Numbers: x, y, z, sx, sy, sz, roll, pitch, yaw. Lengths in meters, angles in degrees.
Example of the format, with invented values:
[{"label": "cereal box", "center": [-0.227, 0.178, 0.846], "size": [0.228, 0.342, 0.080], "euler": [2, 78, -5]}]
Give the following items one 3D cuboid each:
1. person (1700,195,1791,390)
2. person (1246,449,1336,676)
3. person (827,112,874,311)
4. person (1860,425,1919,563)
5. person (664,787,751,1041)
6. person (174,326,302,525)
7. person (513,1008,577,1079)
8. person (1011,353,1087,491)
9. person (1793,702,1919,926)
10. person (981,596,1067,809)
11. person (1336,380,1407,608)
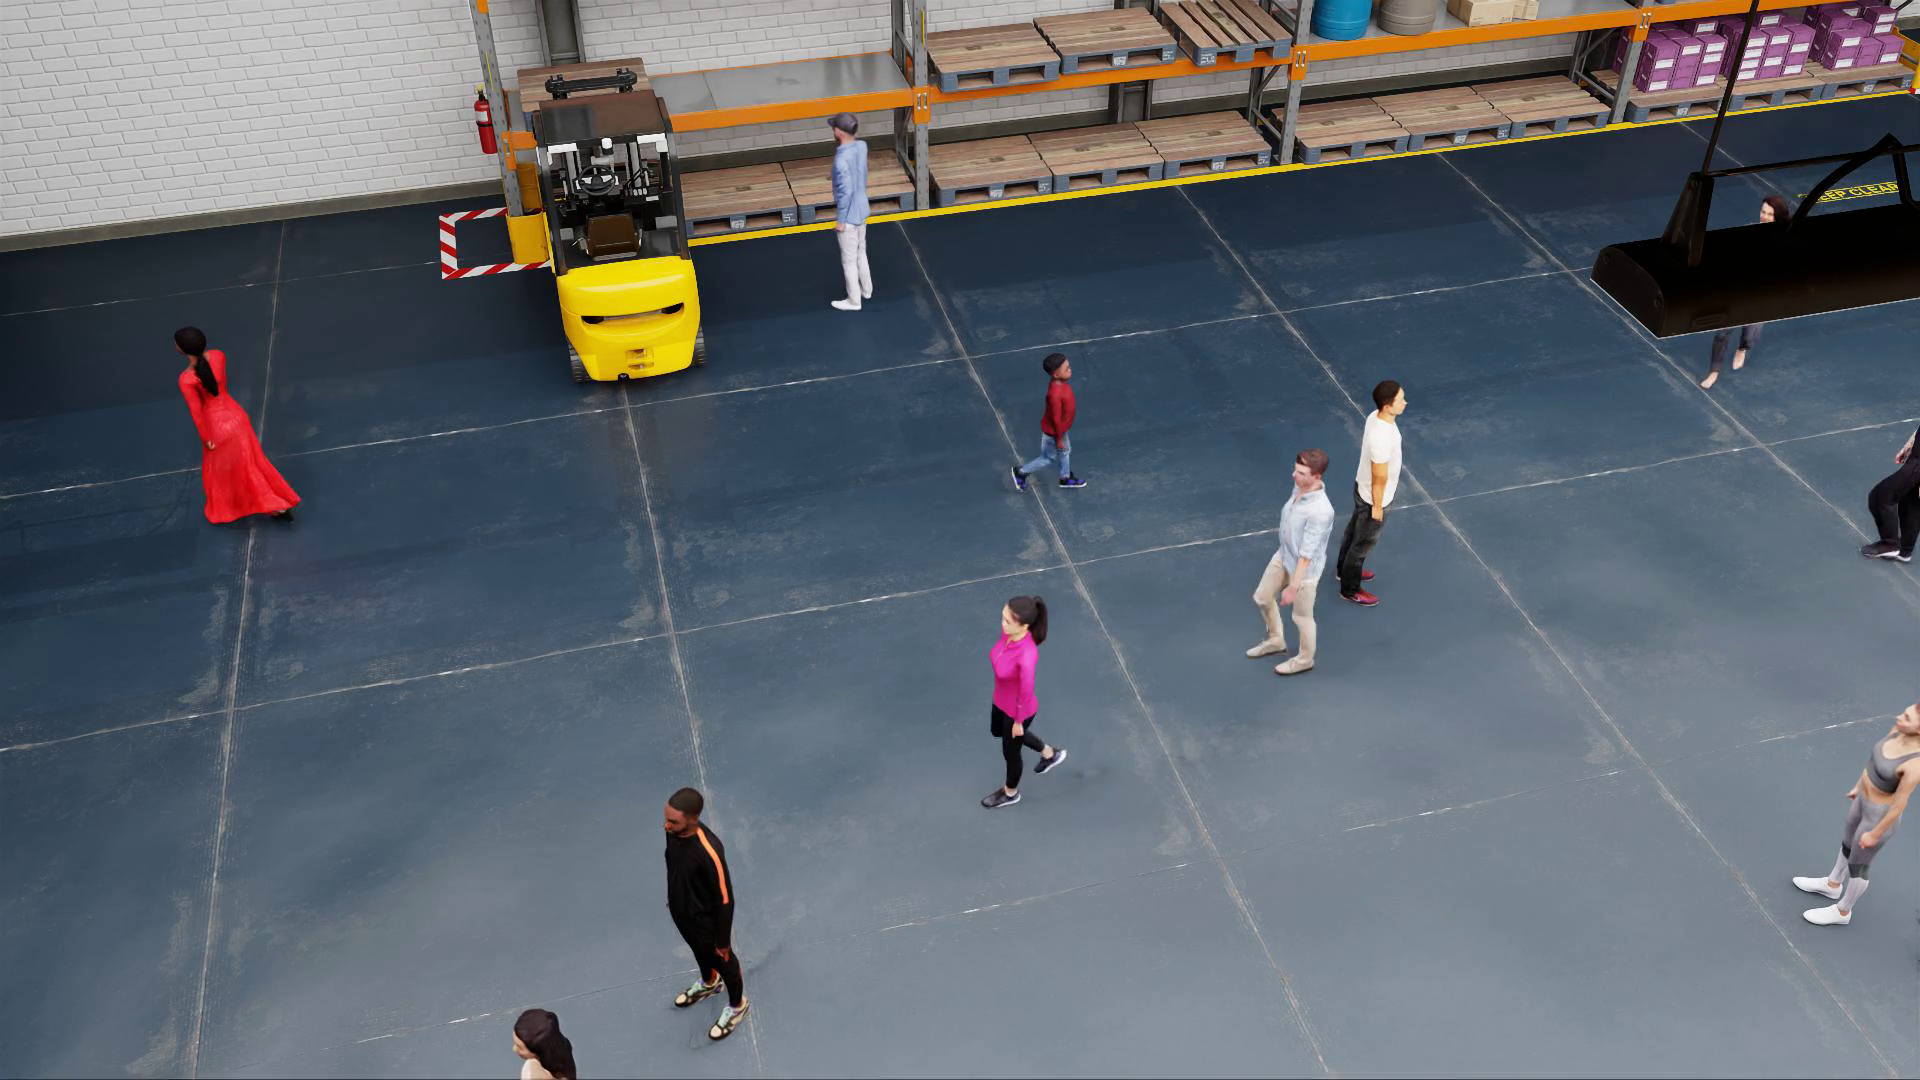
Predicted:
[{"label": "person", "center": [6.647, -2.104, 13.988], "size": [0.859, 1.755, 0.927], "euler": [23, 44, 26]}, {"label": "person", "center": [2.354, 0.164, 11.088], "size": [0.675, 1.829, 0.658], "euler": [-9, 39, -11]}, {"label": "person", "center": [-0.980, -2.955, 14.947], "size": [0.767, 1.887, 0.737], "euler": [15, 41, 18]}, {"label": "person", "center": [7.084, -0.539, 12.046], "size": [0.825, 1.733, 0.765], "euler": [17, 42, 20]}, {"label": "person", "center": [-1.369, 1.959, 8.858], "size": [0.701, 1.808, 0.709], "euler": [-31, 48, -33]}, {"label": "person", "center": [-5.416, -0.817, 12.385], "size": [1.098, 1.754, 0.981], "euler": [15, 41, 18]}, {"label": "person", "center": [-1.866, 2.773, 7.898], "size": [0.551, 1.734, 0.577], "euler": [-14, 41, -17]}, {"label": "person", "center": [0.681, -0.884, 12.874], "size": [0.881, 1.238, 0.717], "euler": [7, 39, 8]}, {"label": "person", "center": [5.210, 1.544, 9.462], "size": [0.674, 1.702, 0.654], "euler": [7, 39, 9]}, {"label": "person", "center": [0.415, 0.981, 10.184], "size": [0.791, 1.692, 0.596], "euler": [-10, 40, -12]}, {"label": "person", "center": [2.911, -0.354, 11.765], "size": [0.677, 1.804, 0.710], "euler": [5, 39, 6]}]
